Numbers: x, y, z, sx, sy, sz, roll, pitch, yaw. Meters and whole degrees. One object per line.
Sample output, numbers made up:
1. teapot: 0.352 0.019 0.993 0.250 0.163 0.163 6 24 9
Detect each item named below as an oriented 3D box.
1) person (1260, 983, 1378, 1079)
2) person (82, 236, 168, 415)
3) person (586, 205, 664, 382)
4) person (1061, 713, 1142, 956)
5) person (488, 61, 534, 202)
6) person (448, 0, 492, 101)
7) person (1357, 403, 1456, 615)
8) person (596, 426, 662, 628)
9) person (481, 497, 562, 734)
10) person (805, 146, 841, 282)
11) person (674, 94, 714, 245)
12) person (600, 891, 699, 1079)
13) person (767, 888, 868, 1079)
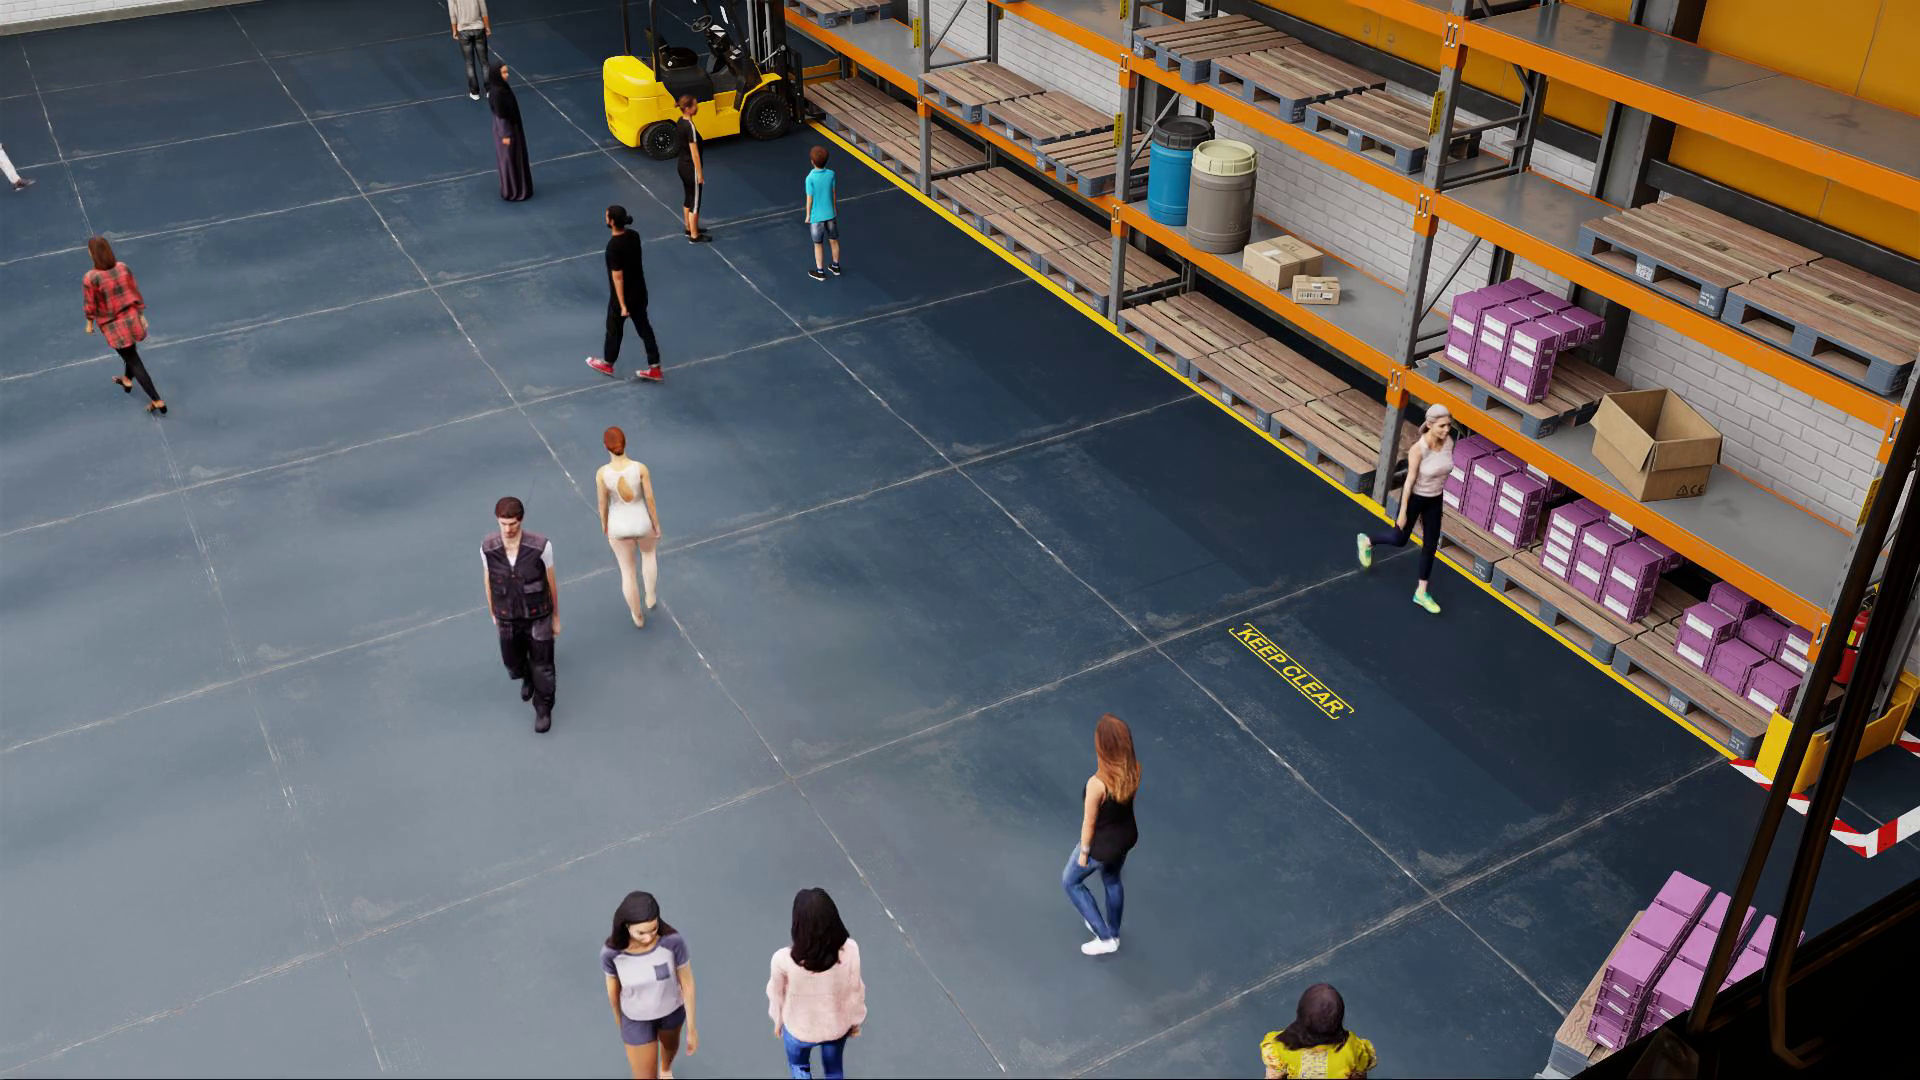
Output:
1. person: 1.670 2.816 7.964 0.990 1.644 1.048 7 34 11
2. person: -7.527 -1.900 15.048 1.156 1.657 0.956 18 37 24
3. person: -3.023 -2.260 15.529 1.131 1.725 1.002 14 36 20
4. person: 0.893 1.755 9.501 0.654 1.710 0.697 -29 43 -36
5. person: -5.296 -4.794 19.446 0.777 1.608 0.696 3 34 5
6. person: -6.563 -6.842 22.343 0.698 1.812 0.628 -9 35 -14
7. person: 3.433 -0.311 12.636 0.587 1.680 1.067 -18 38 -25
8. person: -2.428 -0.048 12.291 0.665 1.624 0.702 -8 34 -11
9. person: -2.945 0.447 11.355 0.814 1.836 0.898 -2 34 -2
10. person: -1.454 -3.469 17.597 0.540 1.448 0.512 -22 39 -29
11. person: -2.980 -4.102 18.351 0.656 1.668 0.474 -14 36 -21
12. person: -1.577 2.383 8.581 0.733 1.682 1.143 -9 35 -14
13. person: -0.704 2.504 8.335 0.808 1.754 0.942 -5 34 -8
